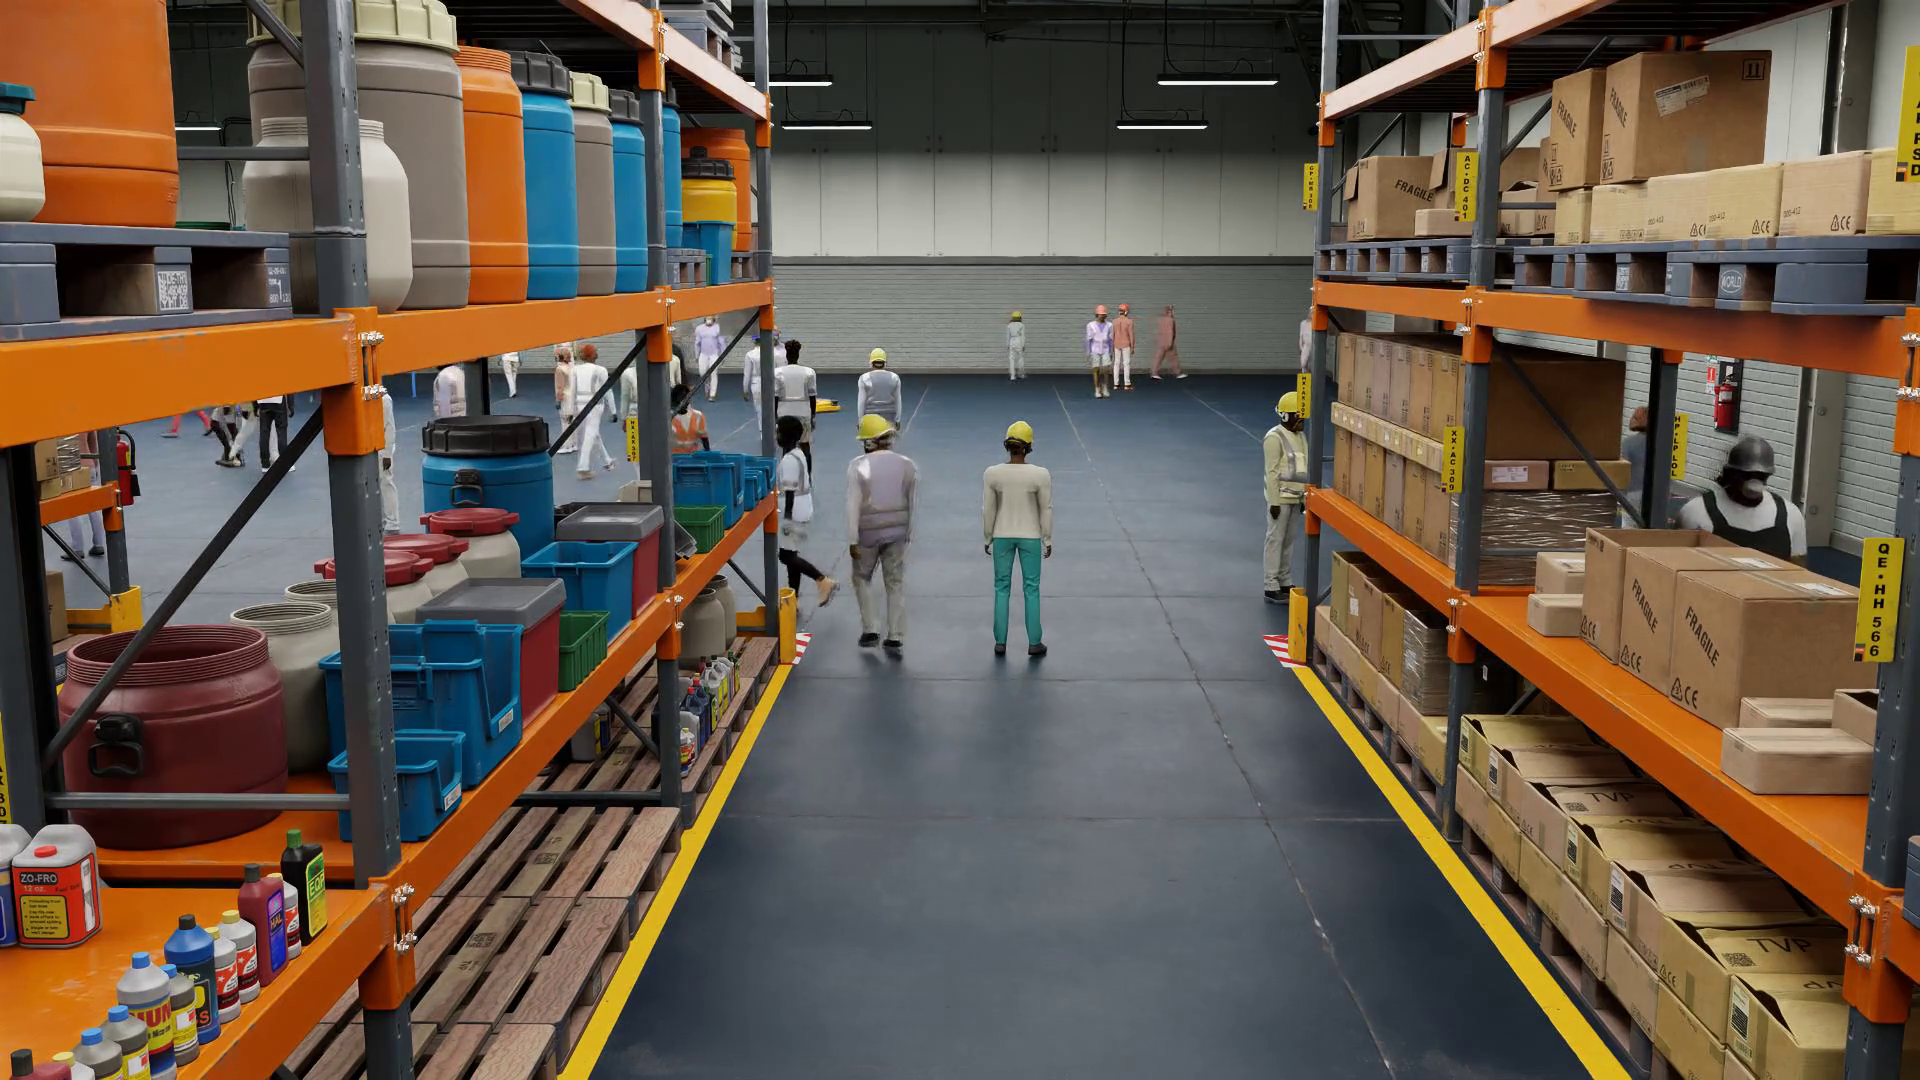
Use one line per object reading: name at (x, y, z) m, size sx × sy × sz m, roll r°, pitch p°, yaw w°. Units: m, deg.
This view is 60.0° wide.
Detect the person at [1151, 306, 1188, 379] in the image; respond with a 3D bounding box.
person at (5.268, -4.987, 42.076) m, size 0.991 × 1.853 × 0.666 m, roll -4°, pitch 10°, yaw -23°

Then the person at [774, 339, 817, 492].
person at (-2.139, -1.591, 21.397) m, size 0.608 × 1.966 × 0.371 m, roll -2°, pitch 10°, yaw -13°

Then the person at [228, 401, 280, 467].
person at (-10.236, -1.944, 24.076) m, size 0.928 × 1.795 × 0.652 m, roll 4°, pitch 10°, yaw 24°

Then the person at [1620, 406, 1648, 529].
person at (6.537, -0.482, 15.871) m, size 0.512 × 1.595 × 0.850 m, roll 0°, pitch 9°, yaw 1°

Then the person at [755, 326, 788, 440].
person at (-3.080, -2.583, 27.534) m, size 0.639 × 1.904 × 0.402 m, roll -6°, pitch 11°, yaw -31°

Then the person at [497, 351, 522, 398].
person at (-9.863, -3.933, 36.546) m, size 0.519 × 1.623 × 0.759 m, roll -7°, pitch 12°, yaw -35°

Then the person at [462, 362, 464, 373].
person at (-12.894, -5.227, 43.524) m, size 0.565 × 1.850 × 0.390 m, roll -4°, pitch 10°, yaw -20°

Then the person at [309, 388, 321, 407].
person at (-9.798, -2.247, 25.766) m, size 0.556 × 1.822 × 0.961 m, roll -8°, pitch 12°, yaw -38°

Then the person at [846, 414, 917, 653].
person at (-0.607, -0.047, 12.576) m, size 0.610 × 1.813 × 0.486 m, roll -4°, pitch 10°, yaw -23°

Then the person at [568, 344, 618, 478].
person at (-5.066, -1.798, 23.056) m, size 0.608 × 1.816 × 1.023 m, roll 5°, pitch 11°, yaw 26°

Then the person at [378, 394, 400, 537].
person at (-6.199, -0.935, 17.712) m, size 0.337 × 1.882 × 0.584 m, roll -8°, pitch 13°, yaw -41°

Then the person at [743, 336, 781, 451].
person at (-3.178, -2.389, 26.344) m, size 0.633 × 1.907 × 0.857 m, roll -7°, pitch 12°, yaw -35°

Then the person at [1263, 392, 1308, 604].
person at (2.865, -0.380, 14.539) m, size 0.404 × 1.835 × 0.590 m, roll 7°, pitch 12°, yaw 37°

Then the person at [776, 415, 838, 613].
person at (-1.326, -0.205, 13.923) m, size 0.513 × 1.685 × 0.543 m, roll 0°, pitch 9°, yaw 1°

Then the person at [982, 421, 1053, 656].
person at (0.436, -0.012, 12.540) m, size 0.533 × 1.767 × 0.326 m, roll 2°, pitch 10°, yaw 11°

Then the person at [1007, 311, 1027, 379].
person at (1.470, -4.945, 42.197) m, size 0.512 × 1.713 × 0.738 m, roll 5°, pitch 11°, yaw 26°

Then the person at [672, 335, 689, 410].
person at (-4.758, -2.591, 27.540) m, size 1.068 × 1.924 × 0.680 m, roll -7°, pitch 12°, yaw -36°

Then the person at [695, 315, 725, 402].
person at (-5.334, -3.918, 35.458) m, size 0.654 × 1.922 × 0.435 m, roll 1°, pitch 10°, yaw 5°

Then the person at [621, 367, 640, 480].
person at (-4.067, -1.583, 21.463) m, size 0.627 × 1.934 × 0.437 m, roll -3°, pitch 10°, yaw -18°

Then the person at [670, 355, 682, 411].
person at (-4.416, -2.134, 24.765) m, size 0.625 × 1.931 × 1.042 m, roll -5°, pitch 11°, yaw -28°

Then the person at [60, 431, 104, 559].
person at (-8.863, -0.694, 16.632) m, size 0.328 × 1.765 × 0.528 m, roll 4°, pitch 10°, yaw 24°

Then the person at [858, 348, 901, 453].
person at (-1.067, -1.605, 21.882) m, size 0.601 × 1.830 × 0.403 m, roll -3°, pitch 10°, yaw -19°

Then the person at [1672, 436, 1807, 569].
person at (4.328, 0.442, 9.124) m, size 0.698 × 2.000 × 0.868 m, roll 0°, pitch 9°, yaw 3°

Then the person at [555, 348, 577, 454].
person at (-6.116, -2.163, 25.802) m, size 0.307 × 1.641 × 0.511 m, roll 2°, pitch 10°, yaw 10°

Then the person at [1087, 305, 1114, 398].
person at (3.071, -4.097, 36.241) m, size 0.619 × 2.025 × 0.653 m, roll -1°, pitch 10°, yaw -4°

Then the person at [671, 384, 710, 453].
person at (-2.923, -0.832, 17.772) m, size 0.552 × 1.651 × 0.878 m, roll -7°, pitch 12°, yaw -35°

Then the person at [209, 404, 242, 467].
person at (-10.671, -2.012, 24.038) m, size 0.496 × 1.923 × 0.569 m, roll -7°, pitch 12°, yaw -36°

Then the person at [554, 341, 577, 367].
person at (-8.981, -4.181, 37.874) m, size 0.514 × 1.645 × 0.309 m, roll -3°, pitch 10°, yaw -19°

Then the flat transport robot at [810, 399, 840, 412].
flat transport robot at (-3.156, -2.737, 33.456) m, size 1.431 × 0.197 × 0.652 m, roll 8°, pitch 12°, yaw 39°

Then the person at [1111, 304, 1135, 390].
person at (3.820, -4.526, 38.917) m, size 0.611 × 1.986 × 0.393 m, roll 6°, pitch 11°, yaw 34°

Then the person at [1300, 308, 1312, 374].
person at (8.361, -4.581, 39.560) m, size 0.645 × 1.890 × 0.504 m, roll 5°, pitch 11°, yaw 26°

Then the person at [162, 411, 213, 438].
person at (-13.154, -2.611, 28.258) m, size 0.704 × 1.764 × 0.532 m, roll -2°, pitch 10°, yaw -11°

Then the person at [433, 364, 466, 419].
person at (-6.731, -1.596, 21.874) m, size 0.605 × 1.822 × 0.660 m, roll 2°, pitch 10°, yaw 13°

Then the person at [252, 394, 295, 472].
person at (-9.718, -1.916, 23.516) m, size 0.589 × 1.912 × 0.376 m, roll -1°, pitch 10°, yaw -6°
